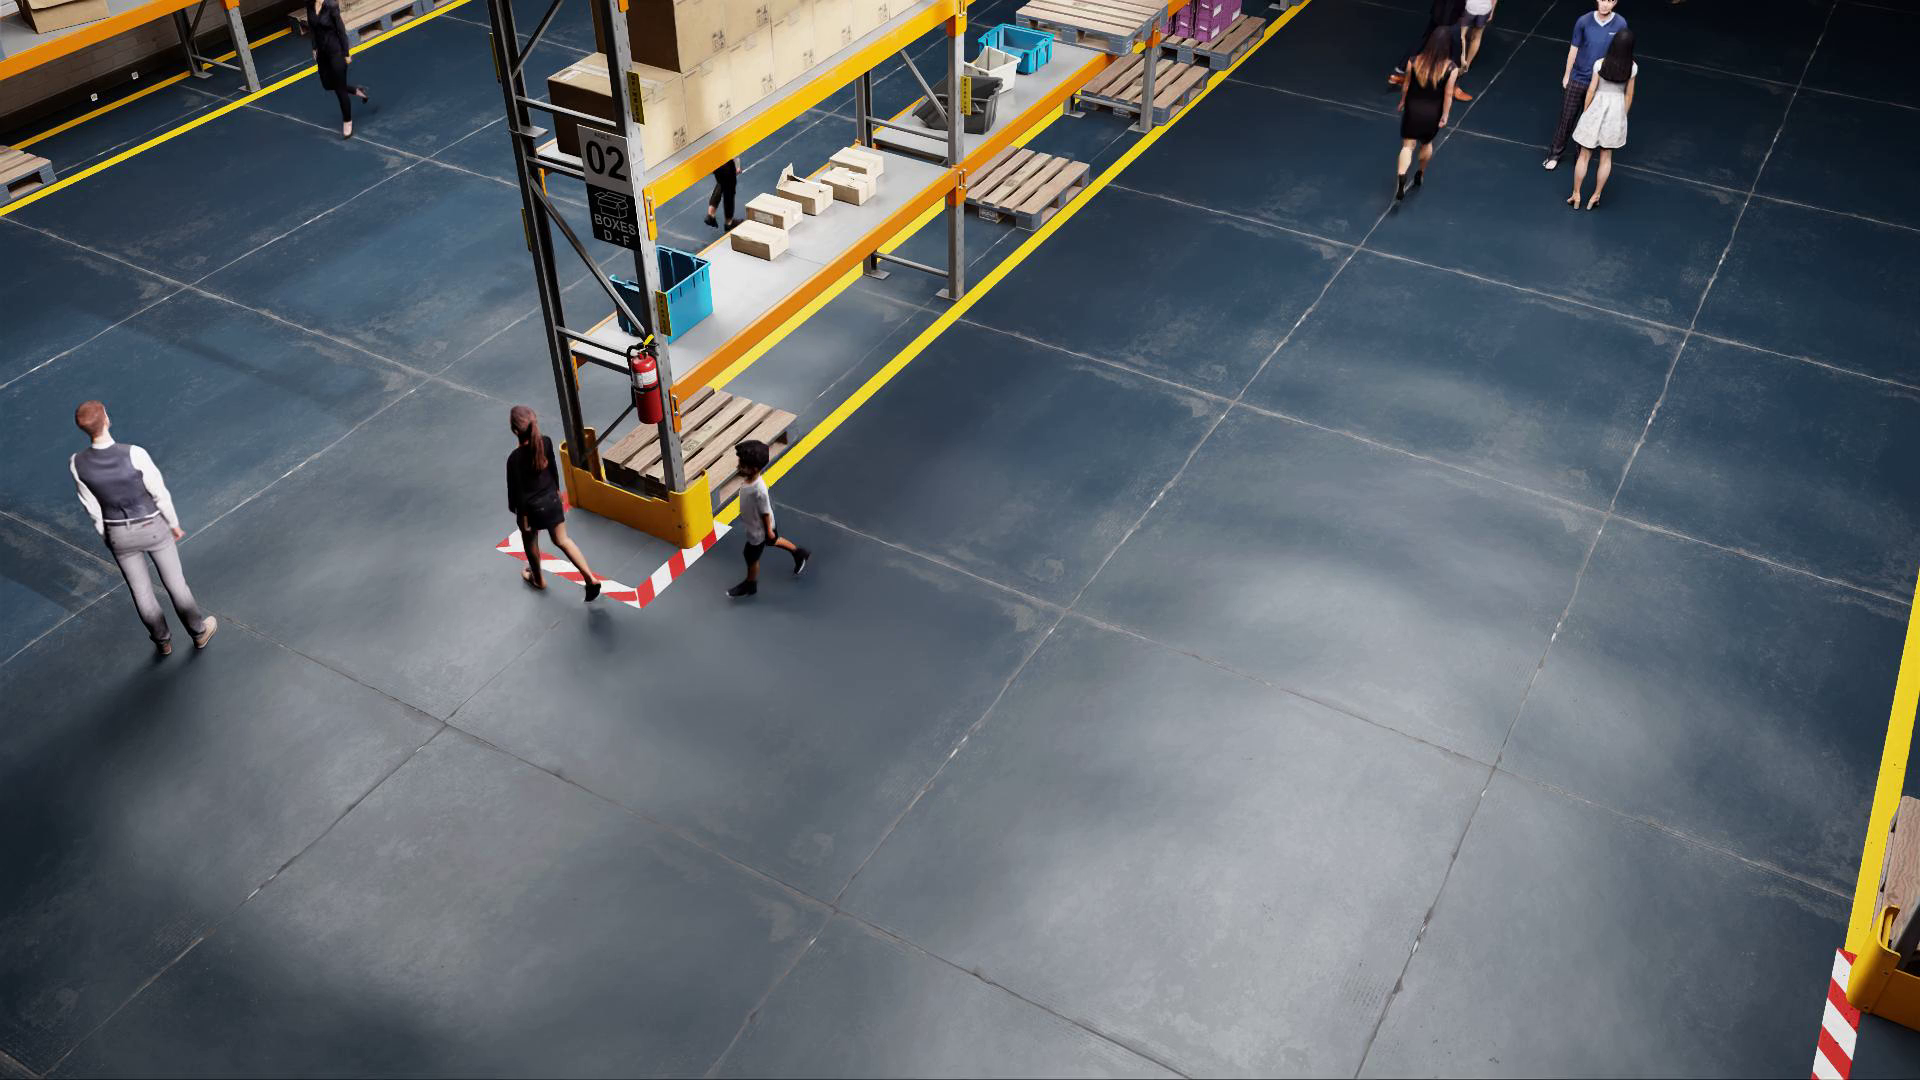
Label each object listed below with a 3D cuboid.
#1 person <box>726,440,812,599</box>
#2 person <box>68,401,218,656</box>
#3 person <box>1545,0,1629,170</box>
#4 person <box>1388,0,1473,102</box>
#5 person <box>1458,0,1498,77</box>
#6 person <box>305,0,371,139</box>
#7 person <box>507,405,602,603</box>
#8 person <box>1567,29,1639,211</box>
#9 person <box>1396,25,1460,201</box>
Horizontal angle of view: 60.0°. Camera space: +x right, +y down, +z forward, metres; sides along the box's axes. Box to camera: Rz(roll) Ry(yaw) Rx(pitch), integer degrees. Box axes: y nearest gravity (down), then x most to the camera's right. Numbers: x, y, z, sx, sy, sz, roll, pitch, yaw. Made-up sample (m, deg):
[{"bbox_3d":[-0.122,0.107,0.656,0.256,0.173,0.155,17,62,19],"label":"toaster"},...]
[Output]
[{"bbox_3d":[-1.319,-0.165,11.409,0.927,1.239,0.809,-14,41,-17],"label":"person"},{"bbox_3d":[-5.309,-0.071,10.726,0.740,1.944,0.791,-8,39,-10],"label":"person"},{"bbox_3d":[6.200,-4.565,16.403,0.724,1.882,0.705,12,40,14],"label":"person"},{"bbox_3d":[5.093,-5.569,17.754,1.063,1.764,1.194,2,39,3],"label":"person"},{"bbox_3d":[5.665,-5.831,18.254,0.731,1.549,0.892,6,39,8],"label":"person"},{"bbox_3d":[-6.408,-5.004,17.098,0.643,1.699,0.849,15,41,18],"label":"person"},{"bbox_3d":[-2.789,-0.216,11.235,0.726,1.534,0.958,28,47,31],"label":"person"},{"bbox_3d":[6.097,-3.975,15.750,0.711,1.775,0.714,10,40,12],"label":"person"},{"bbox_3d":[4.405,-4.029,15.884,0.791,1.690,1.082,11,40,14],"label":"person"}]
